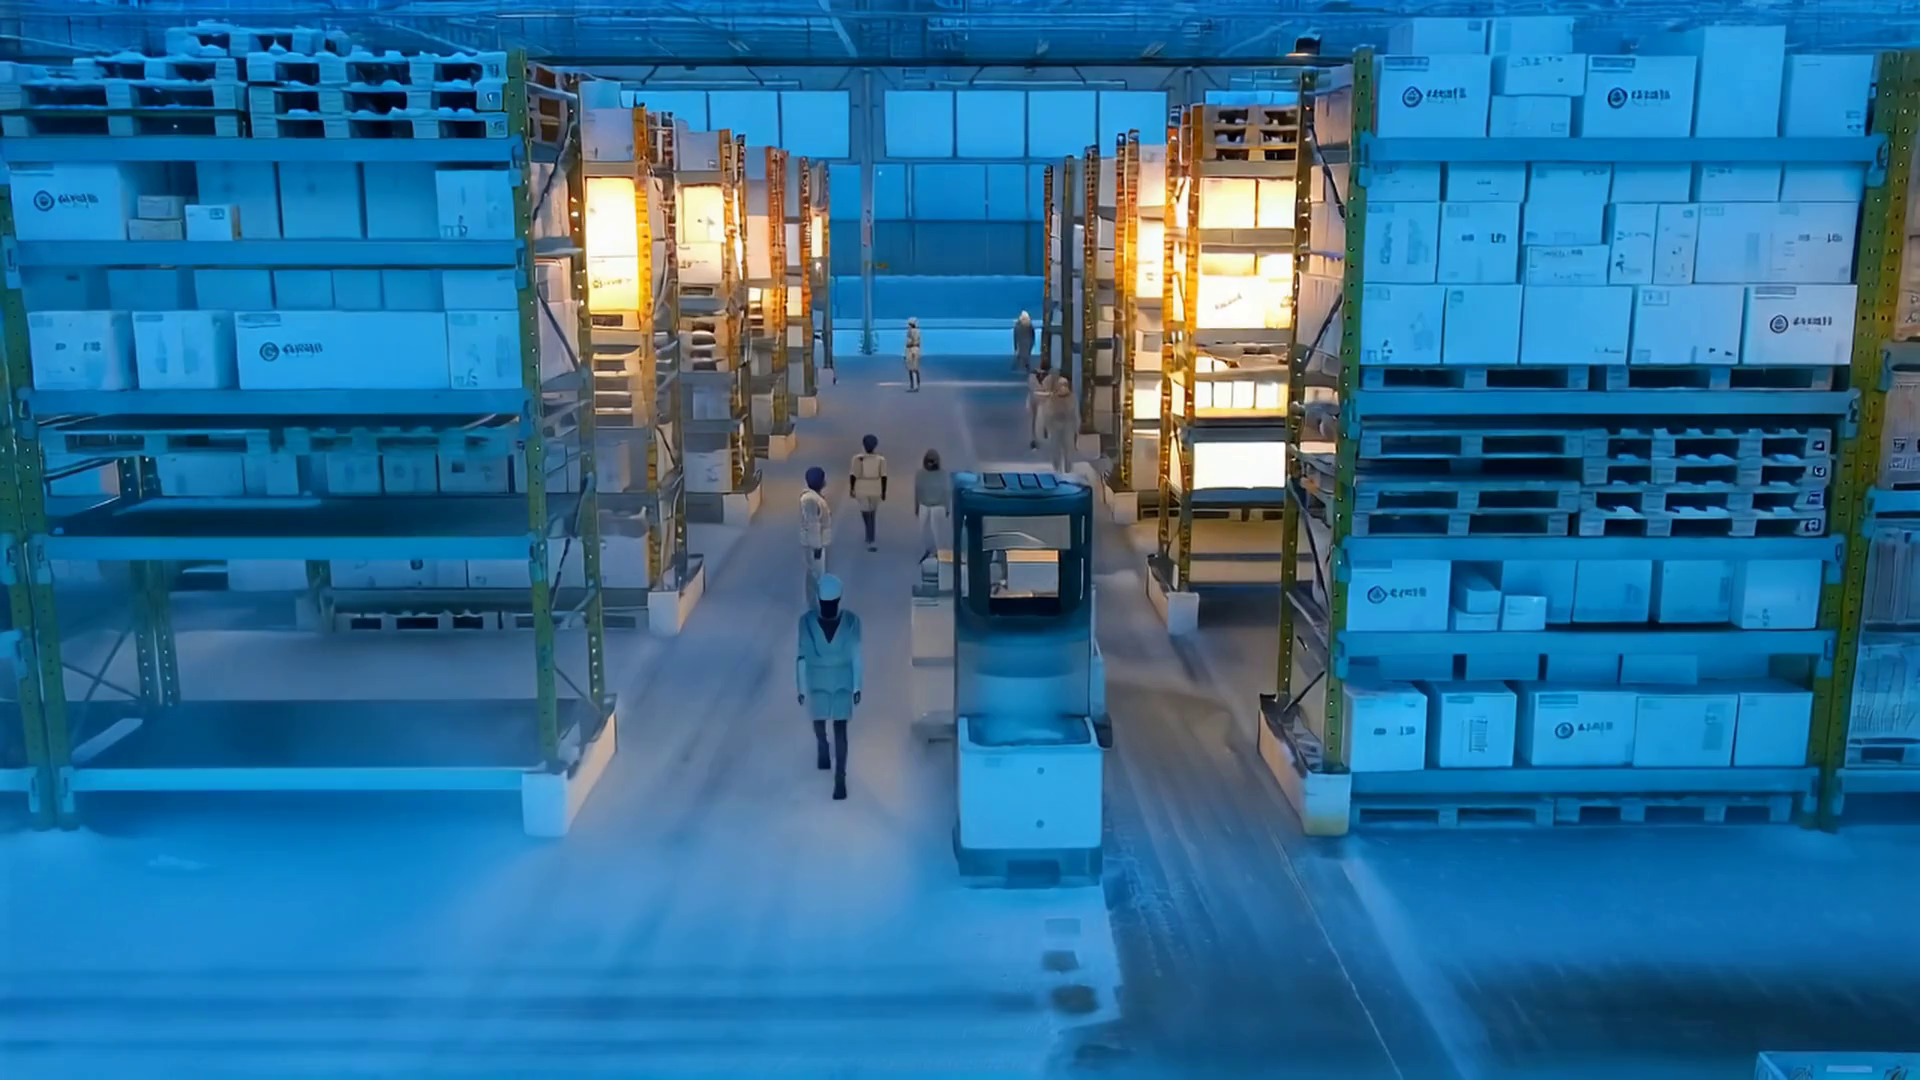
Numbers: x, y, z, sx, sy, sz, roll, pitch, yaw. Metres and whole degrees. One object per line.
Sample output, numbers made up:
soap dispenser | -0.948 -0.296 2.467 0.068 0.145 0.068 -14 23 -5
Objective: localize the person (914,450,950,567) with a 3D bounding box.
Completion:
person | -0.406 -0.421 22.919 0.524 1.608 0.670 2 12 11

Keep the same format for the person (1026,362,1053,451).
person | 1.616 -2.723 33.899 0.558 1.790 0.942 0 11 1

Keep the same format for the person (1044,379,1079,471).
person | 1.828 -1.952 29.895 0.652 1.871 0.855 0 11 0

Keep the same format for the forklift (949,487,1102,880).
forklift | 0.495 0.986 12.813 1.129 2.768 1.873 0 11 -2

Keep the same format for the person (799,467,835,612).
person | -1.726 0.035 20.115 0.429 1.842 0.633 -1 11 -4

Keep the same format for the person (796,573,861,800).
person | -1.129 1.184 14.288 0.554 1.909 0.913 -1 11 -4

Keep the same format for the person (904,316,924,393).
person | -1.235 -4.915 44.131 0.610 2.048 0.366 -10 15 -40

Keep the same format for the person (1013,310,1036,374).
person | 1.900 -5.858 49.210 0.670 1.887 0.506 -1 12 -7

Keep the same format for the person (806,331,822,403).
person | -3.891 -4.370 41.869 0.689 1.883 0.663 4 12 20

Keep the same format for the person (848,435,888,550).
person | -1.311 -0.698 24.222 0.544 1.656 0.882 -5 13 -24
